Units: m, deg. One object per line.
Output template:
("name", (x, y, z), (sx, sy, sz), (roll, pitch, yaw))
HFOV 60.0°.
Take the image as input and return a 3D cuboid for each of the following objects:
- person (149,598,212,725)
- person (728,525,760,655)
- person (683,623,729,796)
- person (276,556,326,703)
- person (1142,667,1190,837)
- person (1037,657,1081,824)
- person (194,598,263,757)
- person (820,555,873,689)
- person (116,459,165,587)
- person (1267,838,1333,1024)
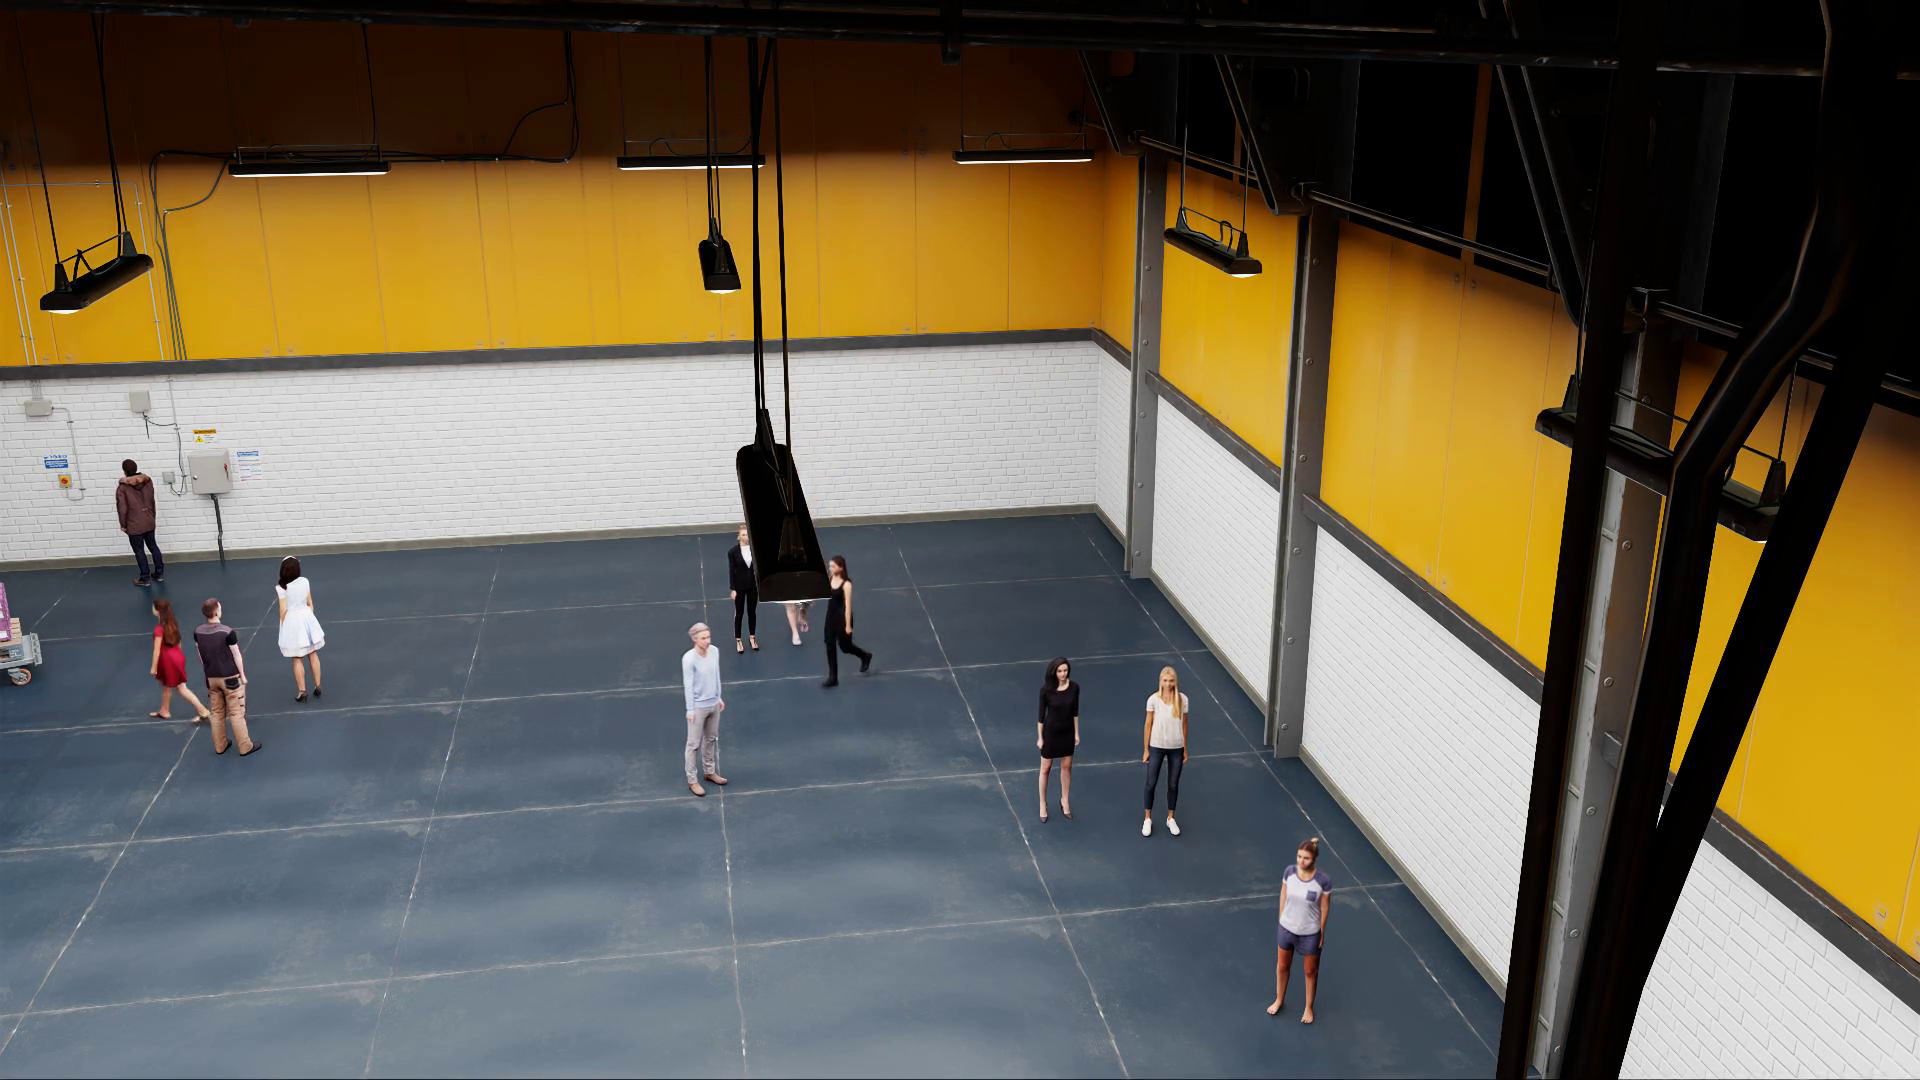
("person", (-9.095, 1.422, 19.301), (0.769, 1.530, 1.020), (1, 19, 4))
("person", (-2.757, 0.618, 21.410), (0.664, 1.706, 0.623), (-8, 20, -23))
("person", (-2.740, 1.763, 17.722), (0.787, 1.892, 0.743), (14, 23, 36))
("person", (-7.910, 1.063, 19.916), (0.905, 1.818, 0.854), (17, 25, 41))
("person", (2.077, 2.118, 16.797), (0.632, 1.808, 0.530), (-1, 19, -3))
("person", (1.008, 2.029, 17.063), (0.605, 1.807, 0.505), (-5, 19, -14))
("person", (-8.219, 1.516, 18.532), (0.759, 1.842, 0.726), (4, 19, 11))
("person", (-1.423, 0.980, 20.390), (0.986, 1.672, 1.026), (-17, 25, -40))
("person", (-11.742, -0.263, 23.808), (0.924, 1.847, 0.836), (10, 21, 26))
("person", (2.831, 3.224, 13.802), (0.676, 1.625, 0.715), (9, 21, 26))
